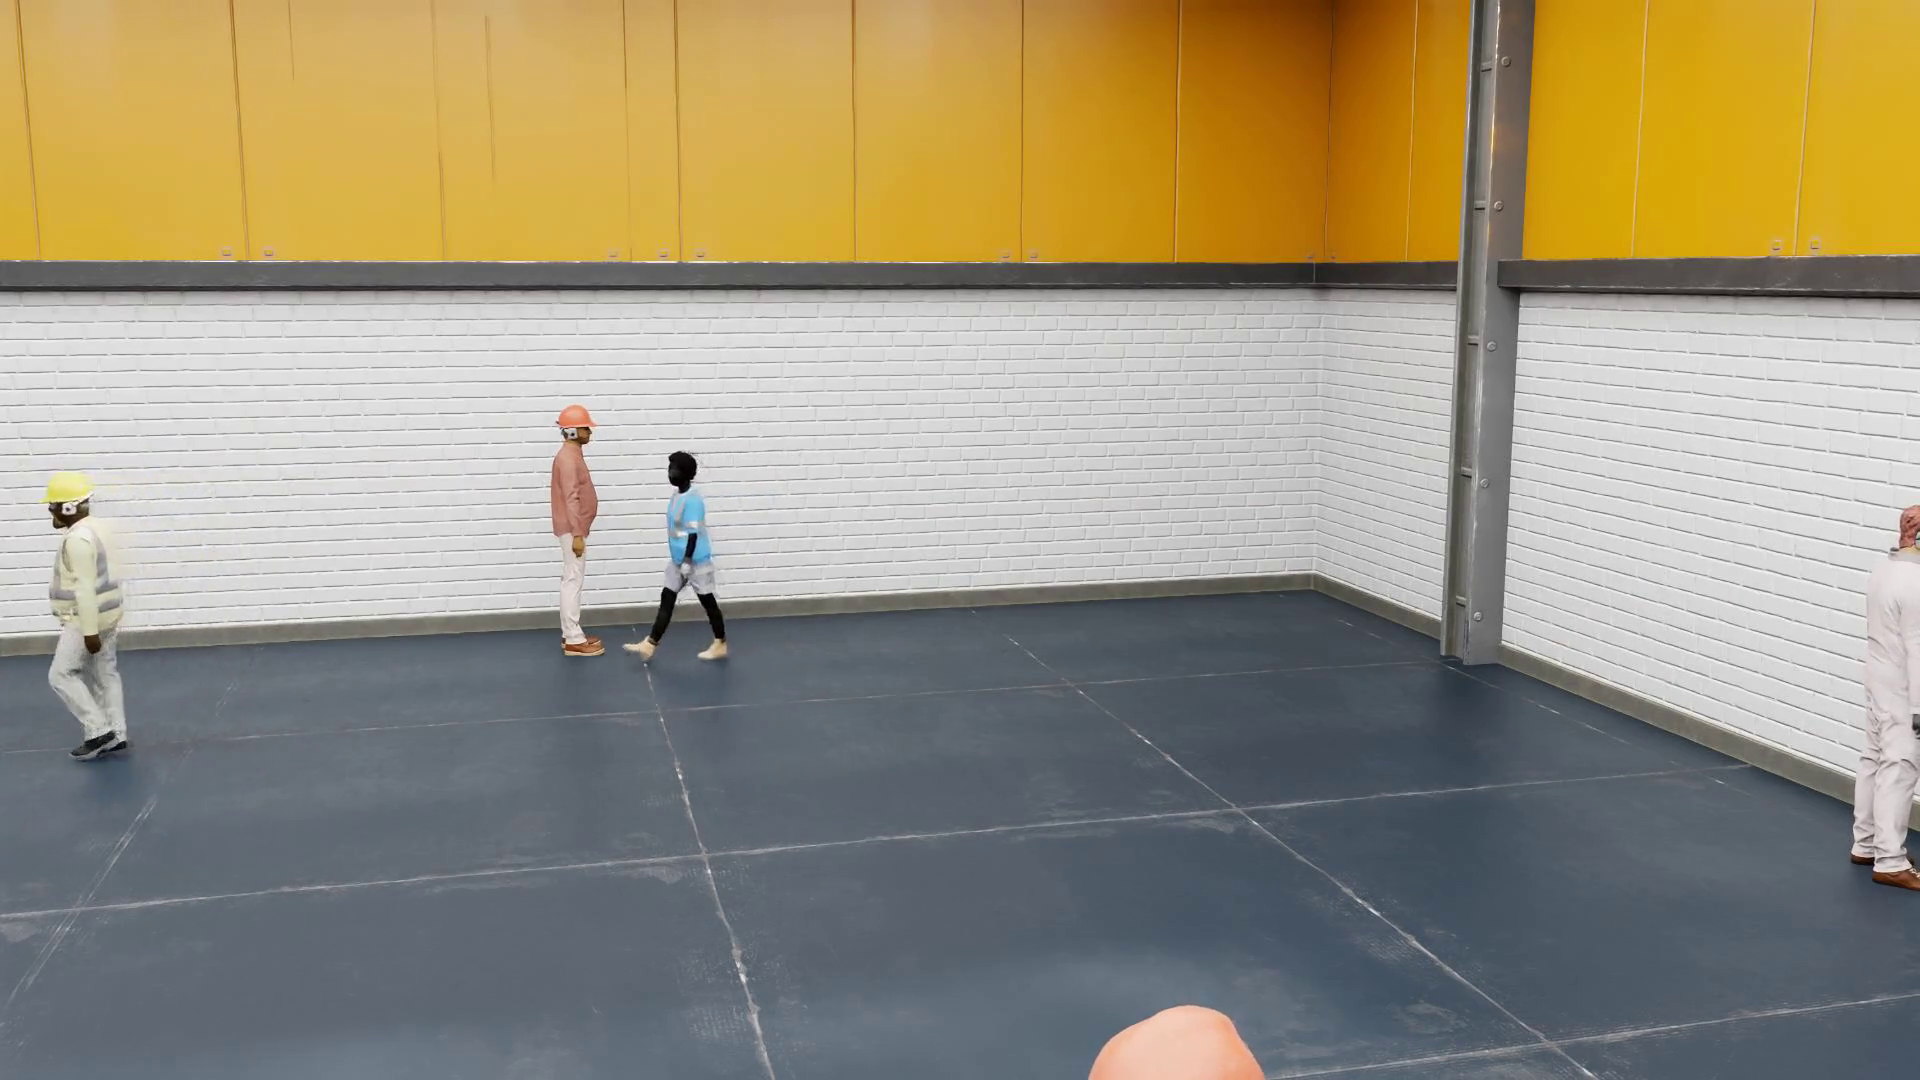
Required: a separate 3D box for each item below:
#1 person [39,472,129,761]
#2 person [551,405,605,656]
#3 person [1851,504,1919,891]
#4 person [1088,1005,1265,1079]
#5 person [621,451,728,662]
[{"bbox_3d":[-5.445,0.480,10.327,0.457,1.810,0.608,-2,9,-13],"label":"person"},{"bbox_3d":[-3.059,-0.082,13.270,0.379,1.996,0.609,-2,9,-14],"label":"person"},{"bbox_3d":[4.725,0.762,8.279,0.401,1.910,0.641,2,9,13],"label":"person"},{"bbox_3d":[0.271,1.647,2.356,0.609,2.036,0.402,5,10,27],"label":"person"},{"bbox_3d":[-2.193,0.148,12.874,0.843,1.647,0.552,-5,10,-29],"label":"person"}]
